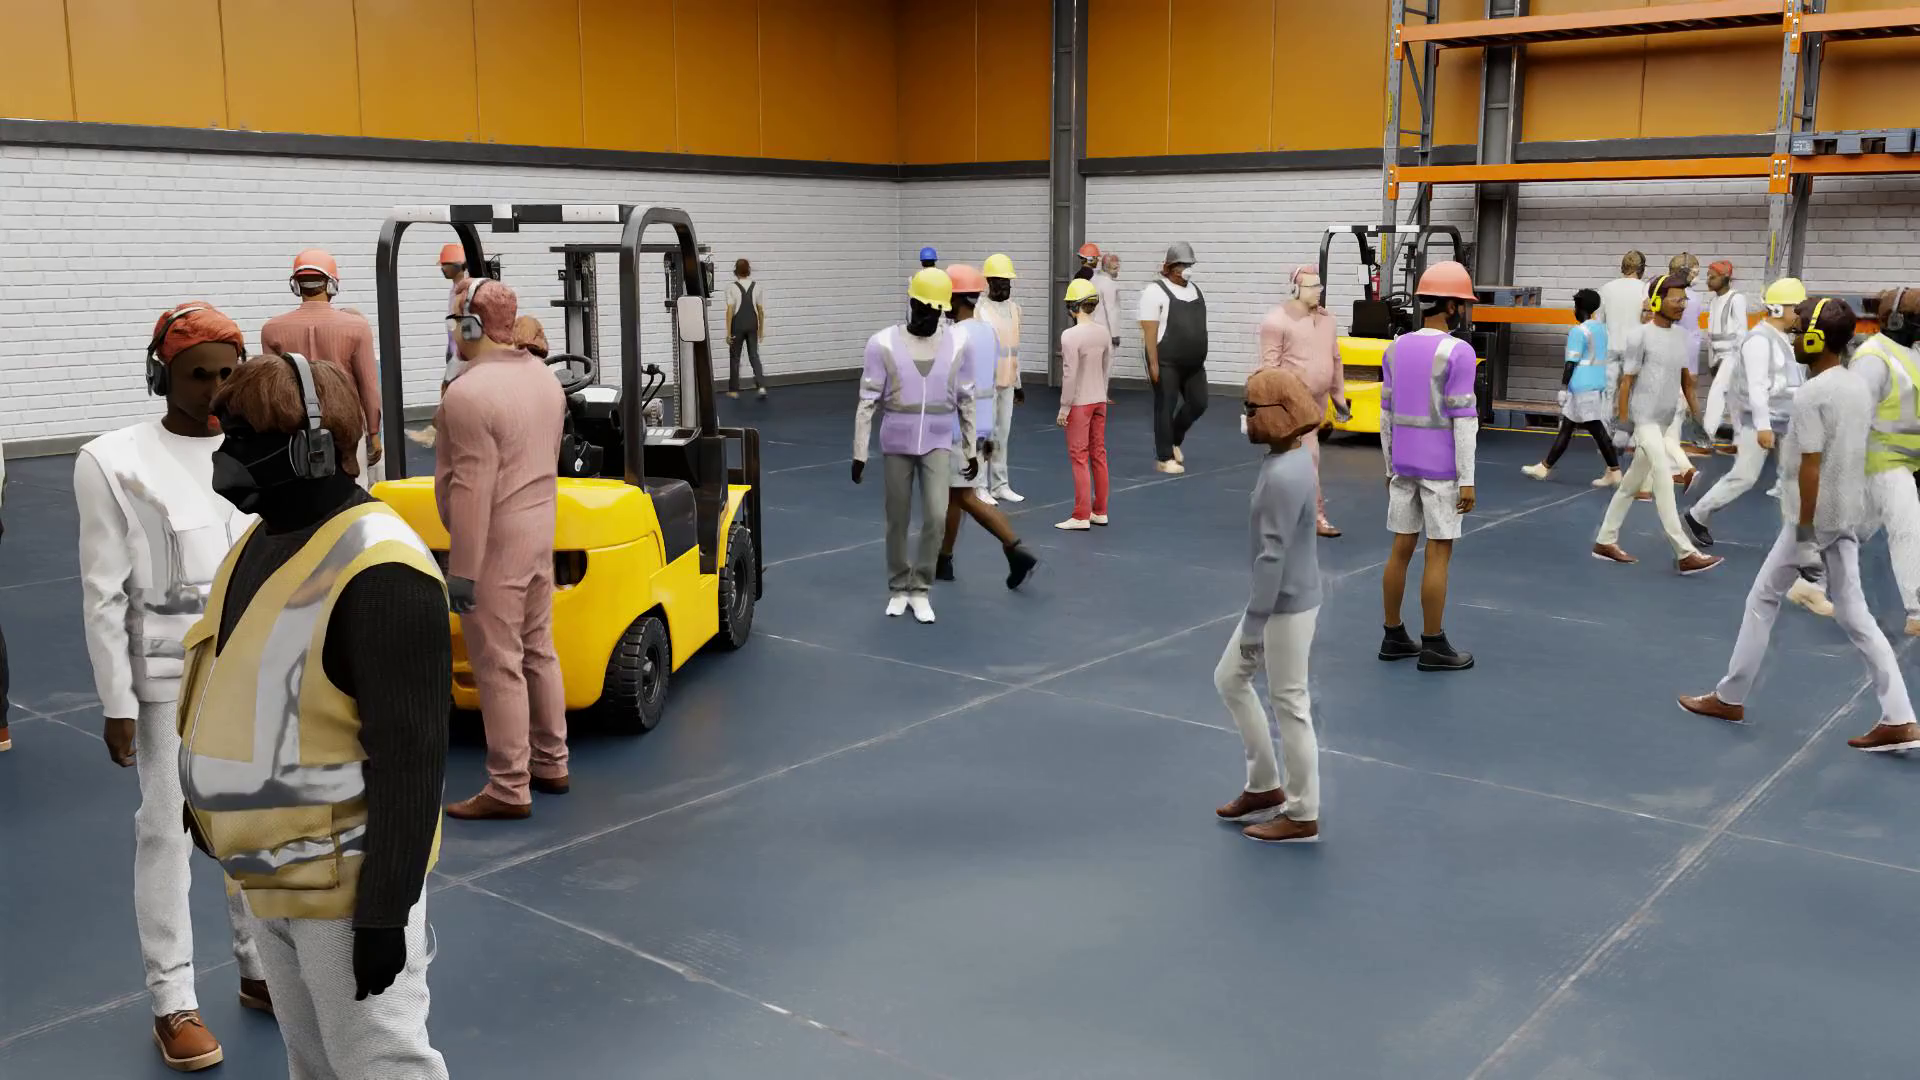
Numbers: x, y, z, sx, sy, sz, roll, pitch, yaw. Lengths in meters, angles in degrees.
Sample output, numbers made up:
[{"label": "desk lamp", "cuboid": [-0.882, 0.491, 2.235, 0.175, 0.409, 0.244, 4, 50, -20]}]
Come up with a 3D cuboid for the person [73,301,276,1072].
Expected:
[{"label": "person", "cuboid": [-1.878, 0.352, 4.174, 0.354, 1.887, 0.572, 7, 13, 35]}]

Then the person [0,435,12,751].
[{"label": "person", "cuboid": [-4.006, -0.109, 6.432, 0.382, 1.995, 0.612, 6, 12, 31]}]

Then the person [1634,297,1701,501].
[{"label": "person", "cuboid": [5.464, -1.088, 12.884, 0.506, 1.615, 0.499, -6, 12, -30]}]

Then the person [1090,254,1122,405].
[{"label": "person", "cuboid": [1.785, -2.613, 20.704, 0.412, 1.870, 0.790, -3, 11, -16]}]

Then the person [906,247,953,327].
[{"label": "person", "cuboid": [-0.395, -2.738, 21.136, 0.605, 1.944, 0.403, -2, 10, -13]}]

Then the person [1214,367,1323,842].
[{"label": "person", "cuboid": [1.015, 0.229, 5.581, 0.485, 1.613, 0.538, 2, 10, 10]}]

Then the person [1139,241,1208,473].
[{"label": "person", "cuboid": [1.902, -1.598, 14.554, 0.680, 2.000, 0.570, -6, 12, -31]}]

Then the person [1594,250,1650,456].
[{"label": "person", "cuboid": [6.307, -1.765, 15.762, 0.356, 1.938, 0.633, -9, 13, -40]}]

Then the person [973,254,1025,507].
[{"label": "person", "cuboid": [0.282, -1.231, 12.837, 0.364, 1.928, 0.586, 9, 14, 41]}]

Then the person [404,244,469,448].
[{"label": "person", "cuboid": [-4.938, -1.887, 16.297, 1.061, 1.981, 0.638, -3, 11, -14]}]

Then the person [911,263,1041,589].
[{"label": "person", "cuboid": [0.084, -0.653, 9.716, 0.885, 1.910, 0.555, 6, 12, 29]}]

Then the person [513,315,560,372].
[{"label": "person", "cuboid": [-2.404, -0.450, 9.336, 0.518, 1.616, 0.379, 4, 11, 23]}]

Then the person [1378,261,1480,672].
[{"label": "person", "cuboid": [2.253, -0.348, 7.919, 0.373, 1.933, 0.551, -6, 12, -30]}]

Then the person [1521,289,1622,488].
[{"label": "person", "cuboid": [5.138, -1.254, 13.769, 0.887, 1.628, 0.552, 8, 13, 37]}]

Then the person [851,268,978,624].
[{"label": "person", "cuboid": [-0.241, -0.495, 8.865, 0.706, 1.878, 0.637, -2, 10, -10]}]

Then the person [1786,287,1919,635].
[{"label": "person", "cuboid": [4.848, -0.424, 8.733, 0.635, 1.801, 0.940, -9, 14, -42]}]

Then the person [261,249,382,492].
[{"label": "person", "cuboid": [-3.499, -0.603, 9.192, 0.608, 1.987, 0.388, -2, 10, -9]}]

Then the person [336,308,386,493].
[{"label": "person", "cuboid": [-3.649, -0.582, 10.073, 0.517, 1.629, 0.317, 8, 13, 38]}]

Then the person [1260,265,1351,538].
[{"label": "person", "cuboid": [2.377, -1.000, 11.723, 0.640, 1.868, 0.957, -7, 13, -36]}]

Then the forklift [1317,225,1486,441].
[{"label": "forklift", "cuboid": [4.449, -2.115, 16.993, 1.214, 2.155, 2.313, 8, 13, 38]}]

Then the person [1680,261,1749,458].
[{"label": "person", "cuboid": [7.114, -1.680, 15.594, 0.787, 1.840, 0.613, 1, 10, 3]}]

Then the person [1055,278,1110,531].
[{"label": "person", "cuboid": [0.853, -0.949, 11.721, 0.325, 1.767, 0.533, 8, 13, 38]}]

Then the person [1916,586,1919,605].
[{"label": "person", "cuboid": [5.106, -0.386, 7.872, 0.776, 2.025, 0.626, 9, 14, 41]}]

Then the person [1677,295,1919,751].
[{"label": "person", "cuboid": [3.496, -0.070, 6.728, 0.524, 1.822, 0.990, -6, 12, -31]}]

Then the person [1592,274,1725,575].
[{"label": "person", "cuboid": [4.350, -0.705, 10.231, 0.538, 1.810, 0.961, -7, 13, -35]}]

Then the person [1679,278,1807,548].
[{"label": "person", "cuboid": [5.188, -0.796, 10.773, 0.587, 1.802, 0.860, -8, 13, -38]}]

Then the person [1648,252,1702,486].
[{"label": "person", "cuboid": [5.938, -1.421, 13.870, 0.371, 1.935, 0.627, -2, 10, -13]}]

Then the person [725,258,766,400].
[{"label": "person", "cuboid": [-2.752, -2.692, 21.261, 0.529, 1.814, 0.863, -5, 12, -27]}]

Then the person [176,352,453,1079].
[{"label": "person", "cuboid": [-1.151, 0.588, 2.990, 0.430, 1.845, 0.620, -9, 14, -42]}]

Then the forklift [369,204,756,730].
[{"label": "forklift", "cuboid": [-1.766, -0.406, 7.525, 1.214, 2.155, 2.313, 1, 10, 7]}]

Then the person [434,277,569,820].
[{"label": "person", "cuboid": [-1.640, 0.034, 5.886, 0.404, 1.906, 0.652, 2, 11, 13]}]

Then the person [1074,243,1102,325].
[{"label": "person", "cuboid": [1.633, -2.786, 21.260, 0.376, 1.997, 0.612, -3, 11, -16]}]

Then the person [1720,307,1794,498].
[{"label": "person", "cuboid": [6.493, -1.211, 13.327, 0.501, 1.704, 0.784, -1, 10, -6]}]
